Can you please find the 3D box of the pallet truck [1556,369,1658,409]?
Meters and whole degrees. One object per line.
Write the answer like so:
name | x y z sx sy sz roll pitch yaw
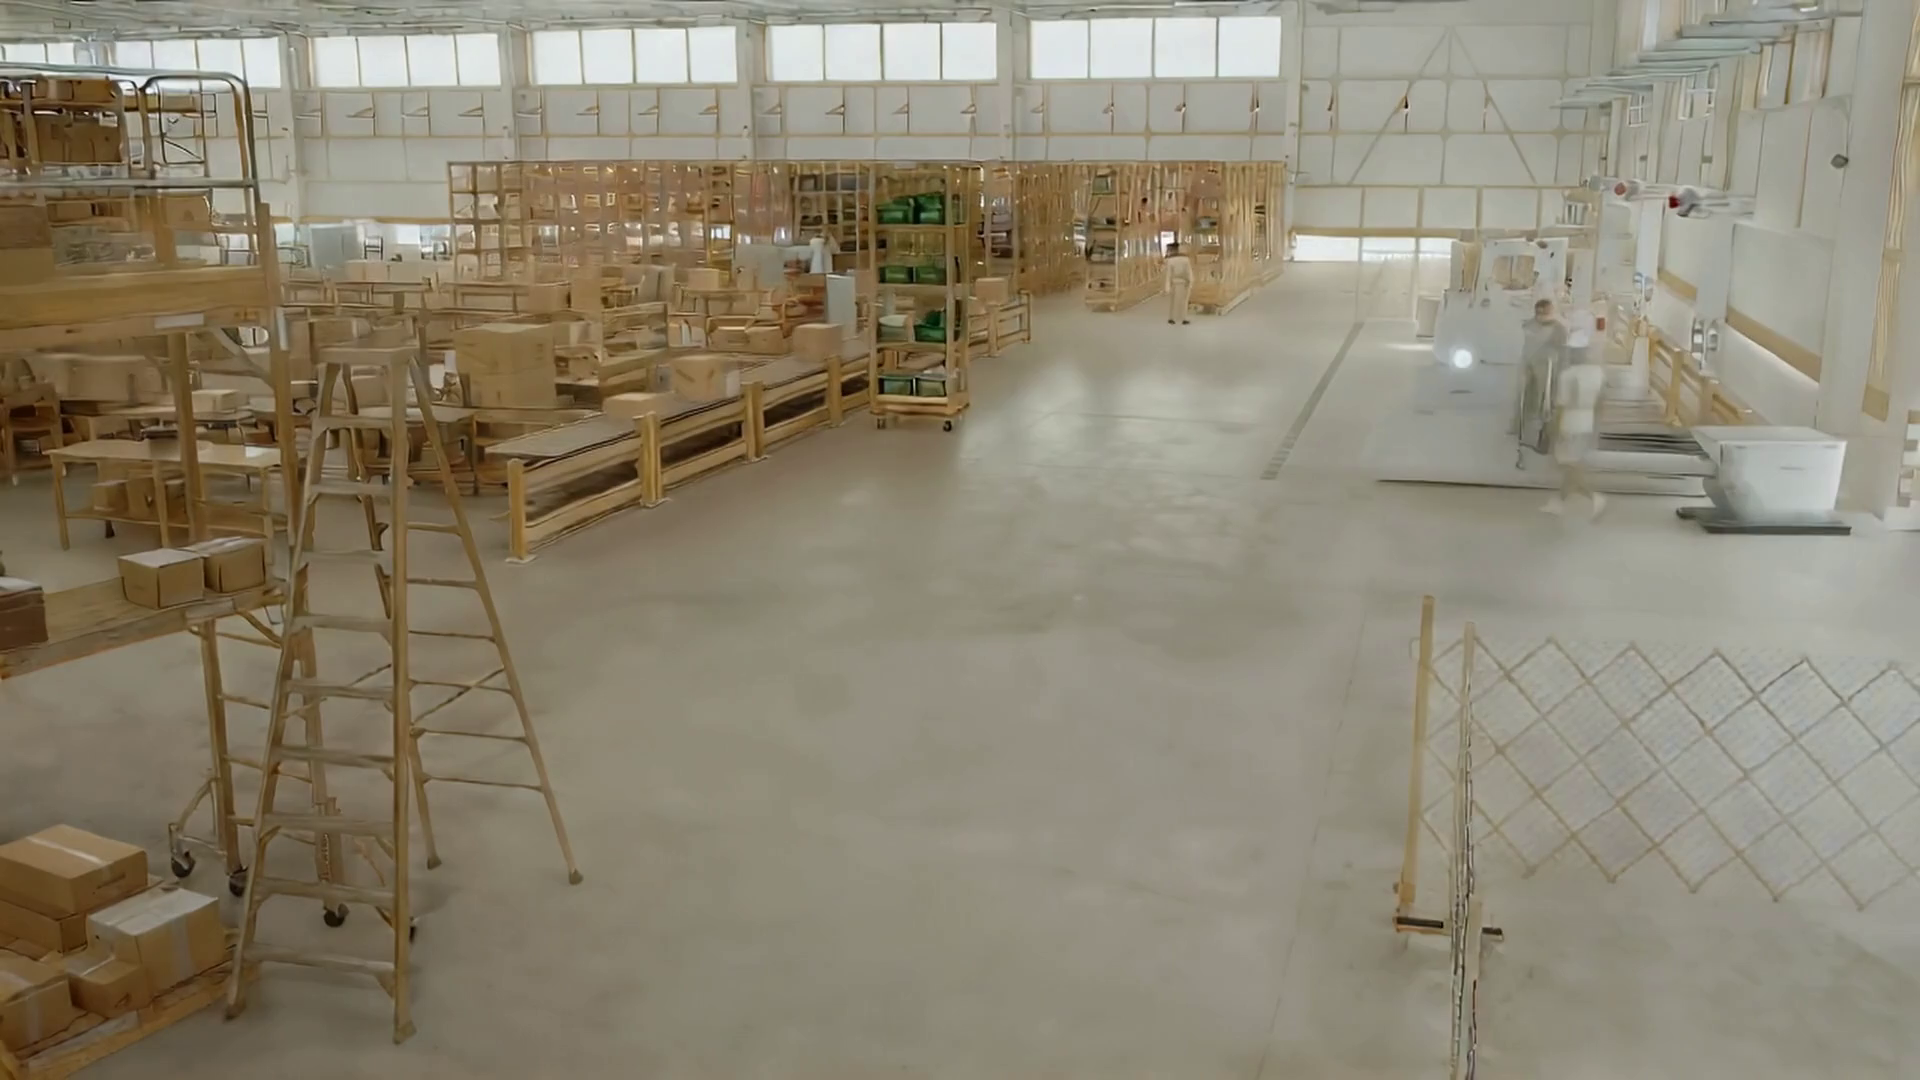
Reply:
pallet truck | 9.824 -2.669 25.407 1.601 1.201 0.680 4 14 16

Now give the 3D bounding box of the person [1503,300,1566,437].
person | 7.912 -2.335 22.627 1.004 1.857 0.646 -9 16 -34

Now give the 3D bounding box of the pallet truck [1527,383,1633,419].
pallet truck | 9.065 -2.460 24.370 1.522 1.261 0.704 3 13 14

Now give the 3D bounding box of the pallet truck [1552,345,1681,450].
pallet truck | 8.641 -1.896 21.908 1.630 1.274 0.653 4 14 16

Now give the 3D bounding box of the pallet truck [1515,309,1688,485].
pallet truck | 7.554 -1.677 19.446 1.885 1.965 0.823 3 13 14

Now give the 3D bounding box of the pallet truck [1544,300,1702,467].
pallet truck | 8.263 -1.952 20.631 1.885 1.965 0.823 5 14 20

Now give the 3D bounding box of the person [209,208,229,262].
person | -26.022 -10.678 58.435 0.616 1.943 0.395 -5 14 -22

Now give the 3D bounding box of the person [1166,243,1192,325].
person | 4.927 -5.759 37.435 0.586 1.833 0.403 4 14 15

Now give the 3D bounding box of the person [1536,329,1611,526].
person | 6.415 -1.156 17.163 0.610 2.019 0.922 -8 15 -29

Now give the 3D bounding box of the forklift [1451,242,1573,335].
forklift | 10.464 -4.597 31.405 2.680 1.987 1.157 4 14 16

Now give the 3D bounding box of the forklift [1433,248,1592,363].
forklift | 9.780 -4.111 29.280 2.680 1.987 1.157 3 13 14
